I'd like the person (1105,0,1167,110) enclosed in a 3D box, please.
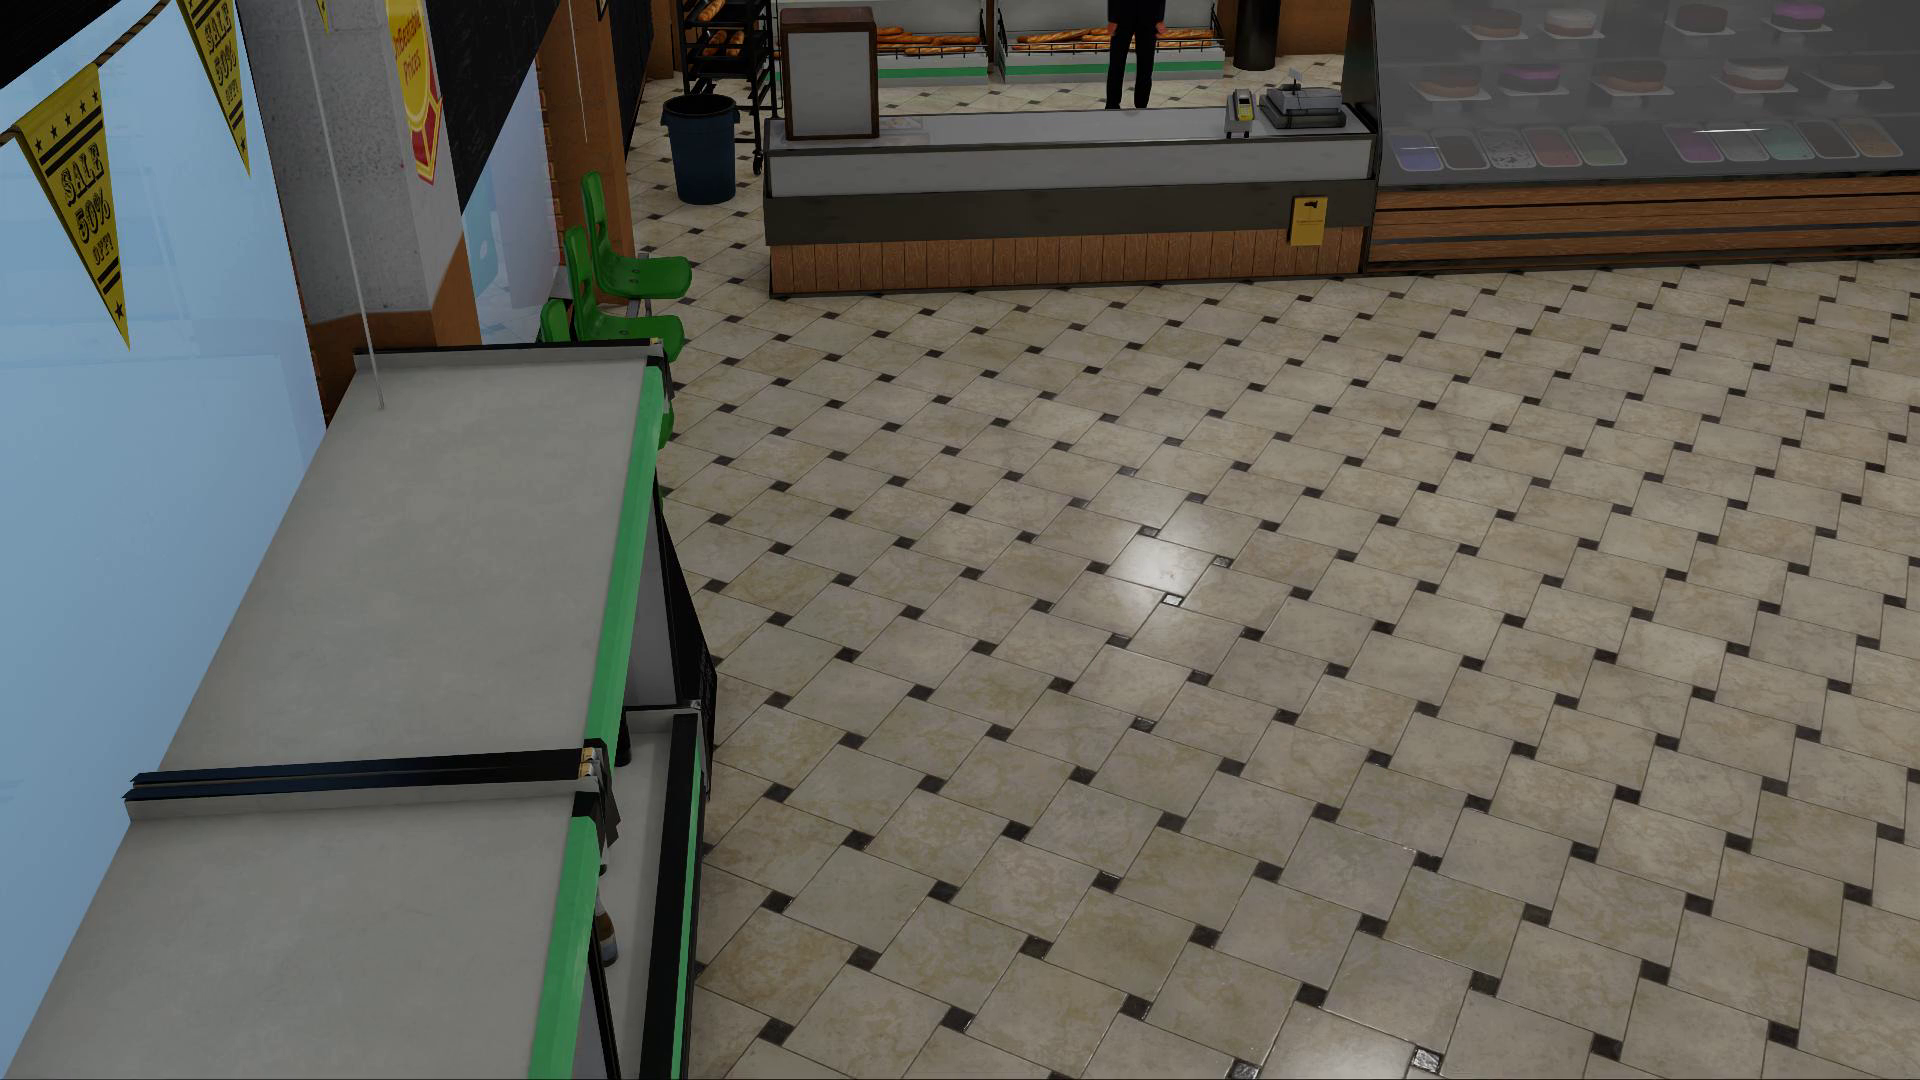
[{"bbox_3d":[1.428,-4.246,13.477,0.633,1.868,0.582,-1,32,-2],"label":"person"}]
